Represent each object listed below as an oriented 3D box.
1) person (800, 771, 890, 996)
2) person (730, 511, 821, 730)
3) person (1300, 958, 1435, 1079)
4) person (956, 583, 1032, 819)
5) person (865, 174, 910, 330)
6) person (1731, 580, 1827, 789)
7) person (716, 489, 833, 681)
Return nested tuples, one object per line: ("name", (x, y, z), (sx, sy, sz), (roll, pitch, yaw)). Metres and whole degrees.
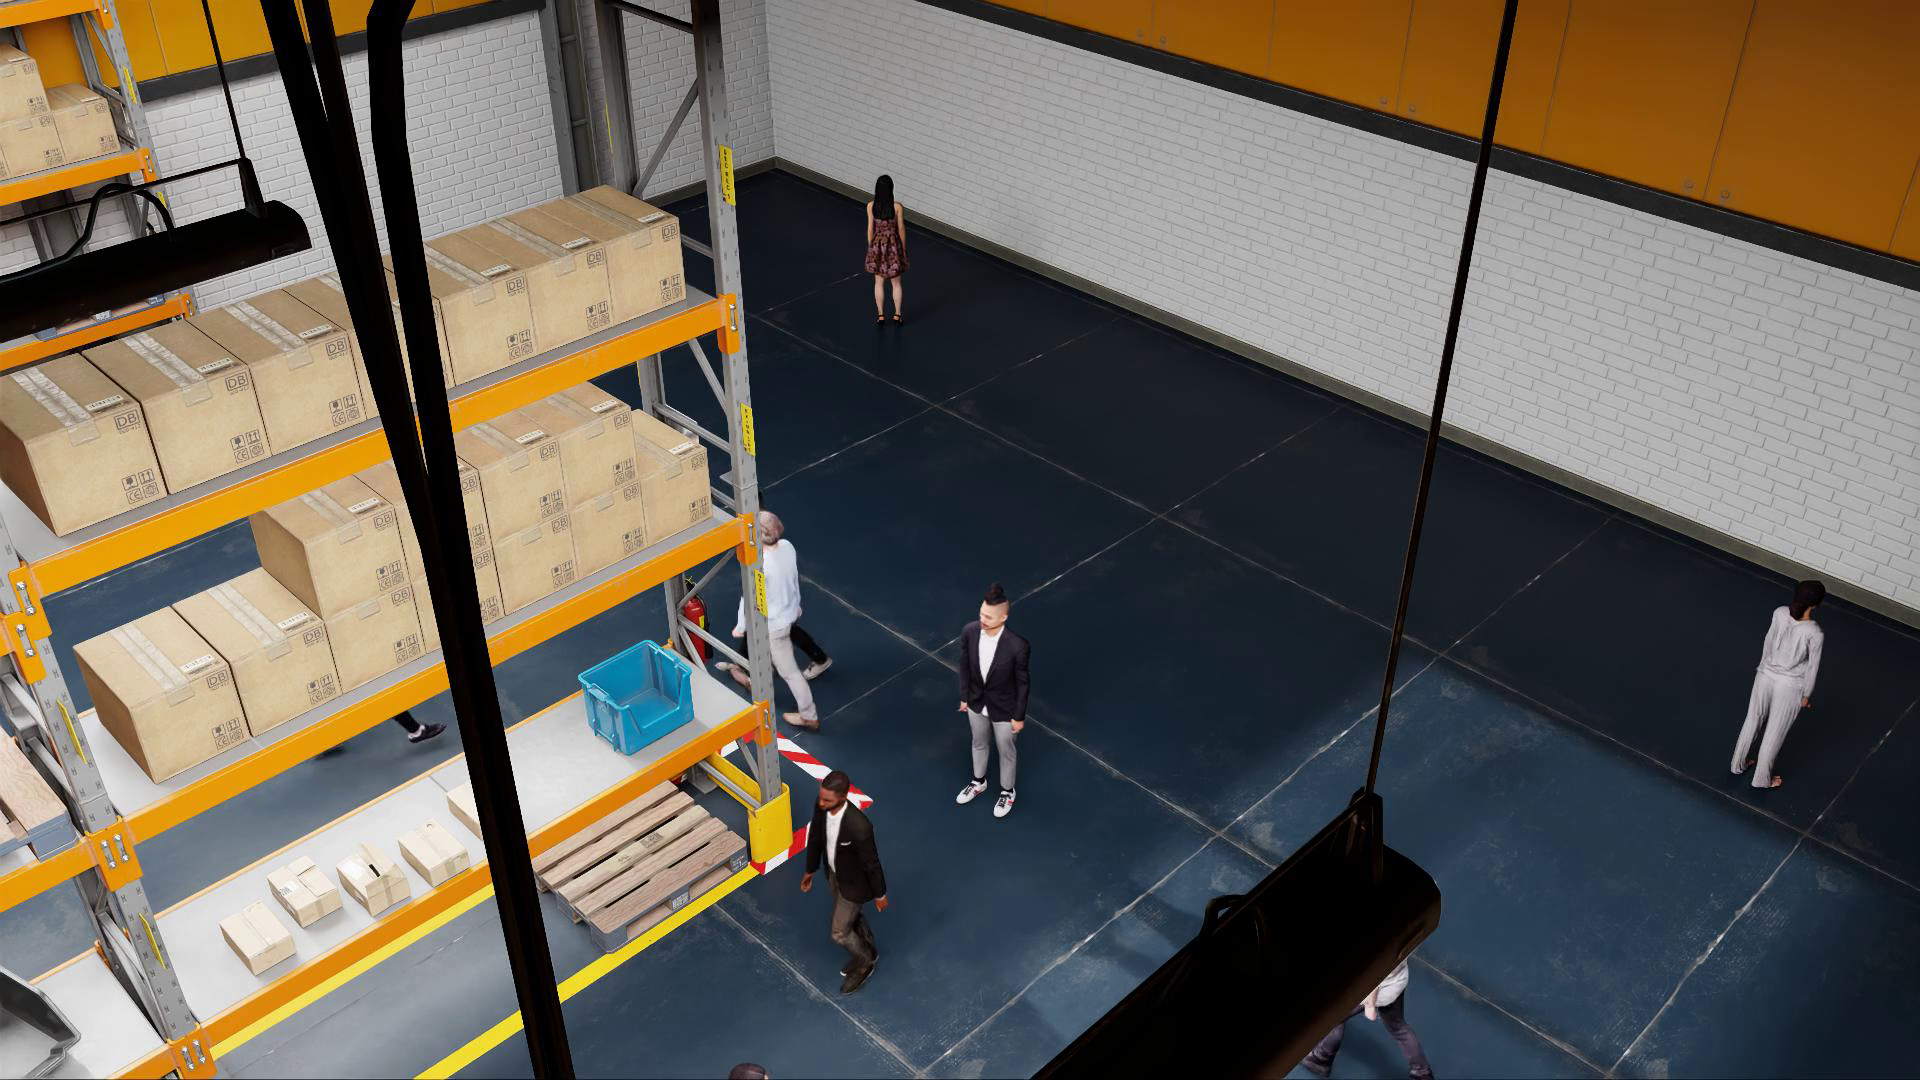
("person", (-0.624, 2.076, 10.477), (0.717, 1.779, 0.703), (-22, 40, -30))
("person", (-1.300, 0.654, 12.552), (0.985, 1.849, 1.165), (15, 36, 21))
("person", (2.504, 2.605, 9.650), (0.734, 1.814, 1.124), (27, 42, 34))
("person", (0.249, 1.104, 11.777), (0.755, 1.959, 0.687), (18, 38, 26))
("person", (-0.812, -3.192, 18.407), (0.805, 1.773, 0.862), (1, 34, 2))
("person", (5.951, 1.034, 12.049), (0.635, 1.774, 0.653), (-16, 37, -22))
("person", (-1.427, 0.390, 13.055), (1.223, 1.733, 1.148), (-3, 34, -4))
